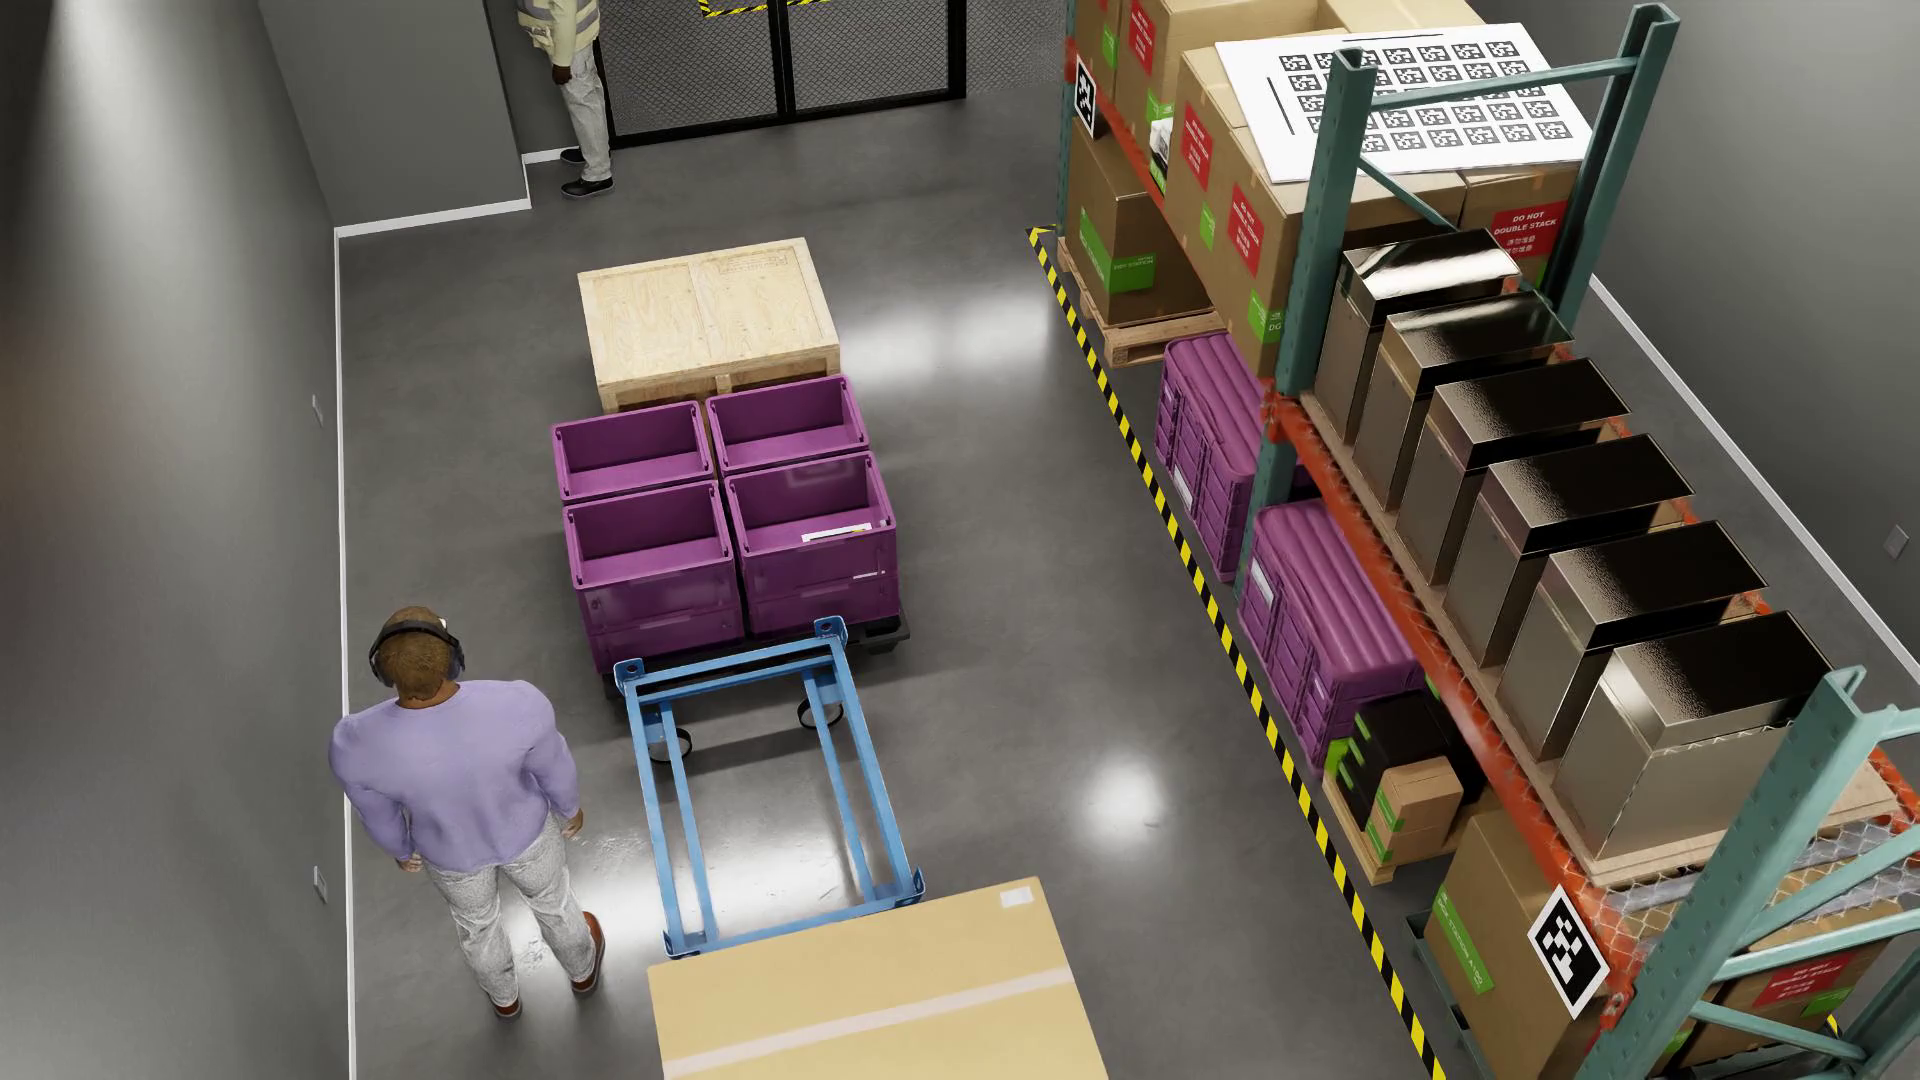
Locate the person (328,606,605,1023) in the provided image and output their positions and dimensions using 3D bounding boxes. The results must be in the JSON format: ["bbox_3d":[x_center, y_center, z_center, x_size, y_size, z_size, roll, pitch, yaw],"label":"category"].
[{"bbox_3d":[-1.459,0.874,5.084,0.632,1.940,0.372,-13,49,-12],"label":"person"}]

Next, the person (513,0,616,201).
[{"bbox_3d":[-1.992,-2.564,8.312,0.404,1.833,0.586,-6,48,-5],"label":"person"}]
